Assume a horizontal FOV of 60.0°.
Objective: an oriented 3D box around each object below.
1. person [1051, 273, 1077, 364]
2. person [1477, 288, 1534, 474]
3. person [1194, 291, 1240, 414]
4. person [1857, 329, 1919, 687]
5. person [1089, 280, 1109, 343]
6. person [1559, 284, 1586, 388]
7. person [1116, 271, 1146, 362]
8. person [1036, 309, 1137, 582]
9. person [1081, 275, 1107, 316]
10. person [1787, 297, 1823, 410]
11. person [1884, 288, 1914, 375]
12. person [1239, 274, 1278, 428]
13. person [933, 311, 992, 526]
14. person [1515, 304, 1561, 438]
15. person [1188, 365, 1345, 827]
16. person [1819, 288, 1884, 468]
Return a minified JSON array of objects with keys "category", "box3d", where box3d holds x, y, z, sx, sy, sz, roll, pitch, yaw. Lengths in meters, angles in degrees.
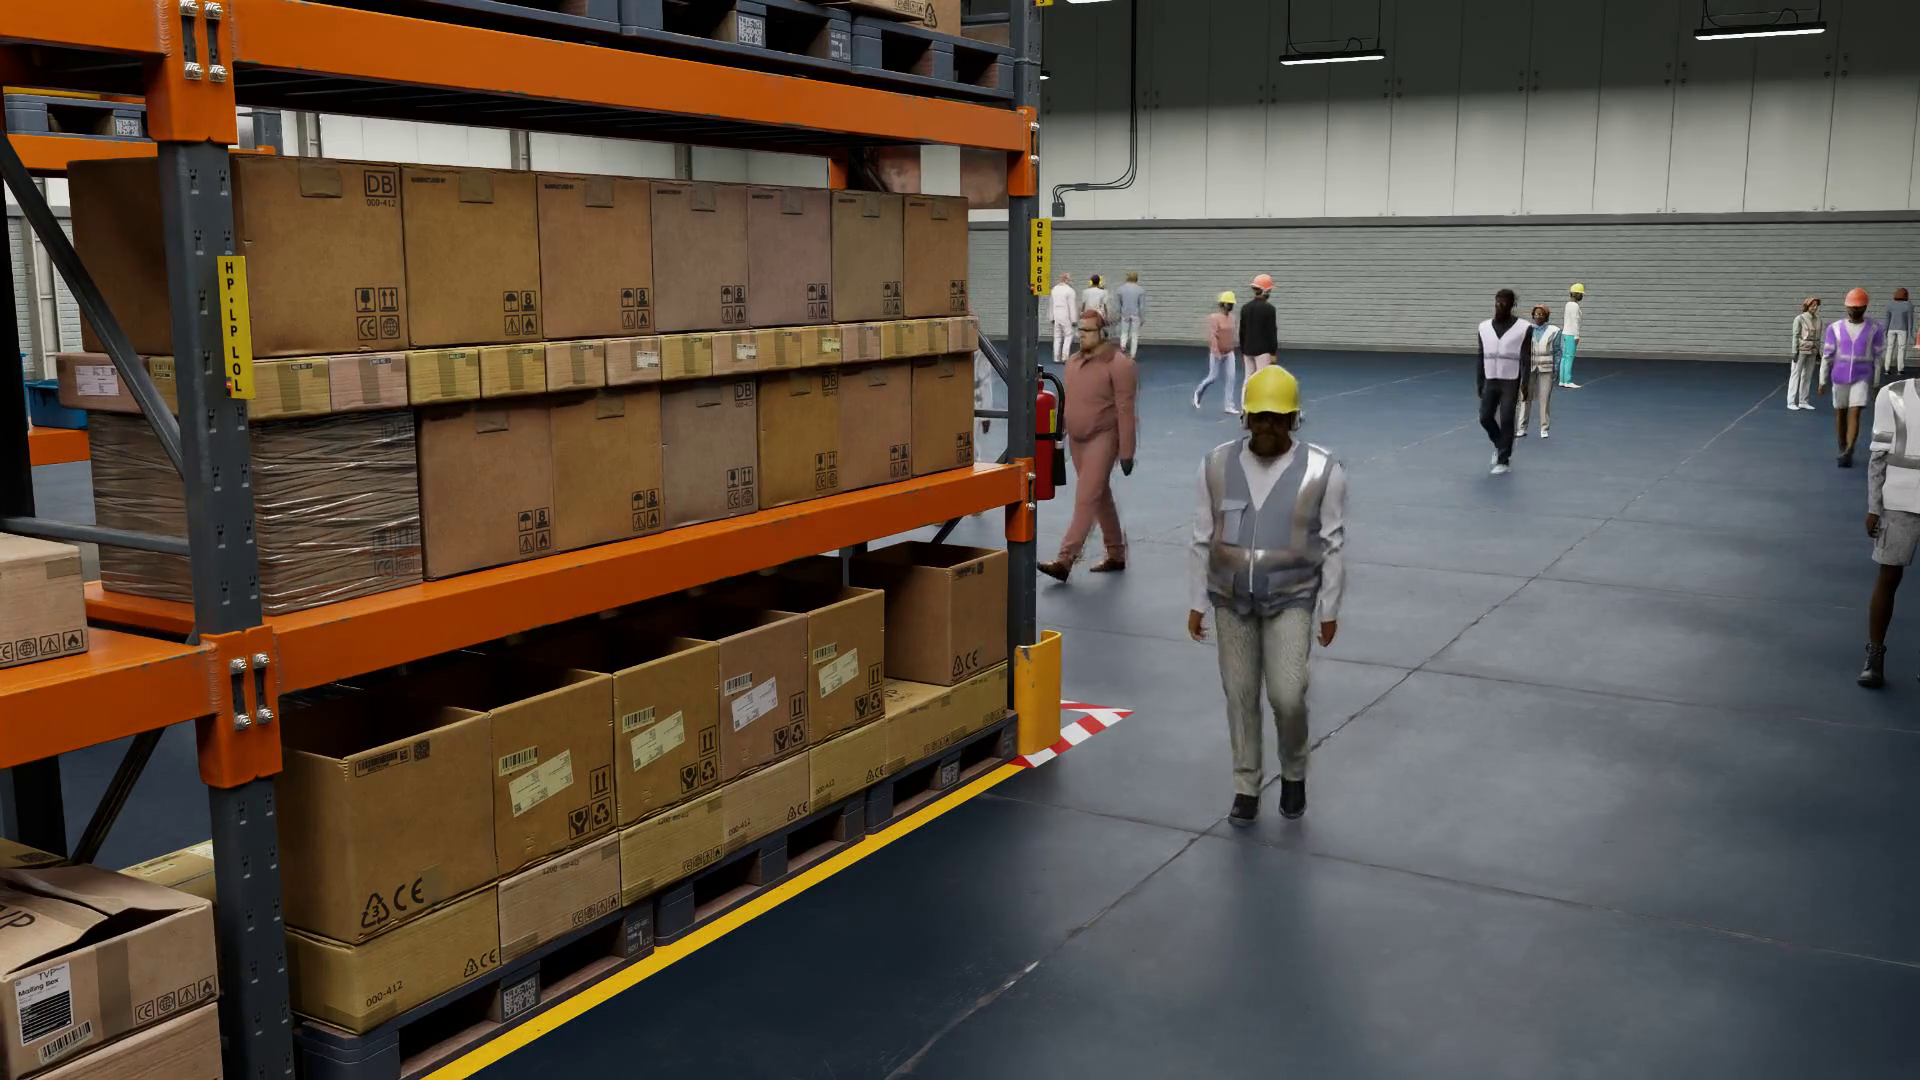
[{"category":"person","box3d":[2.151,-4.555,34.301,0.392,1.886,0.706,-8,13,-41]},{"category":"person","box3d":[5.616,-1.637,17.144,0.598,1.905,0.505,8,13,40]},{"category":"person","box3d":[3.689,-2.679,23.690,0.517,1.742,0.750,-6,11,-30]},{"category":"person","box3d":[4.938,-0.182,8.502,0.547,1.939,0.376,5,11,25]},{"category":"person","box3d":[2.869,-4.753,35.702,0.883,1.787,0.600,-5,11,-29]},{"category":"person","box3d":[10.390,-3.455,28.195,0.328,1.761,0.523,1,10,4]},{"category":"person","box3d":[3.610,-4.716,35.110,0.635,1.922,0.501,3,10,19]},{"category":"person","box3d":[0.843,-0.649,11.481,0.977,1.860,0.644,-6,12,-33]},{"category":"person","box3d":[2.810,-4.598,34.639,0.591,1.833,0.704,3,10,15]},{"category":"person","box3d":[12.269,-2.700,24.118,0.517,1.639,0.313,-4,10,-20]},{"category":"person","box3d":[17.651,-3.920,31.281,0.266,1.631,0.507,-8,12,-37]},{"category":"person","box3d":[3.865,-2.418,21.427,0.396,1.992,0.622,-6,12,-32]},{"category":"person","box3d":[-0.038,-1.060,13.823,0.586,1.880,0.530,4,10,22]},{"category":"person","box3d":[7.105,-2.074,20.454,0.525,1.639,0.307,5,11,26]},{"category":"person","box3d":[1.179,0.226,6.483,0.594,1.820,0.425,4,11,24]},{"category":"person","box3d":[9.558,-1.751,17.842,0.563,1.894,0.997,6,12,33]}]
